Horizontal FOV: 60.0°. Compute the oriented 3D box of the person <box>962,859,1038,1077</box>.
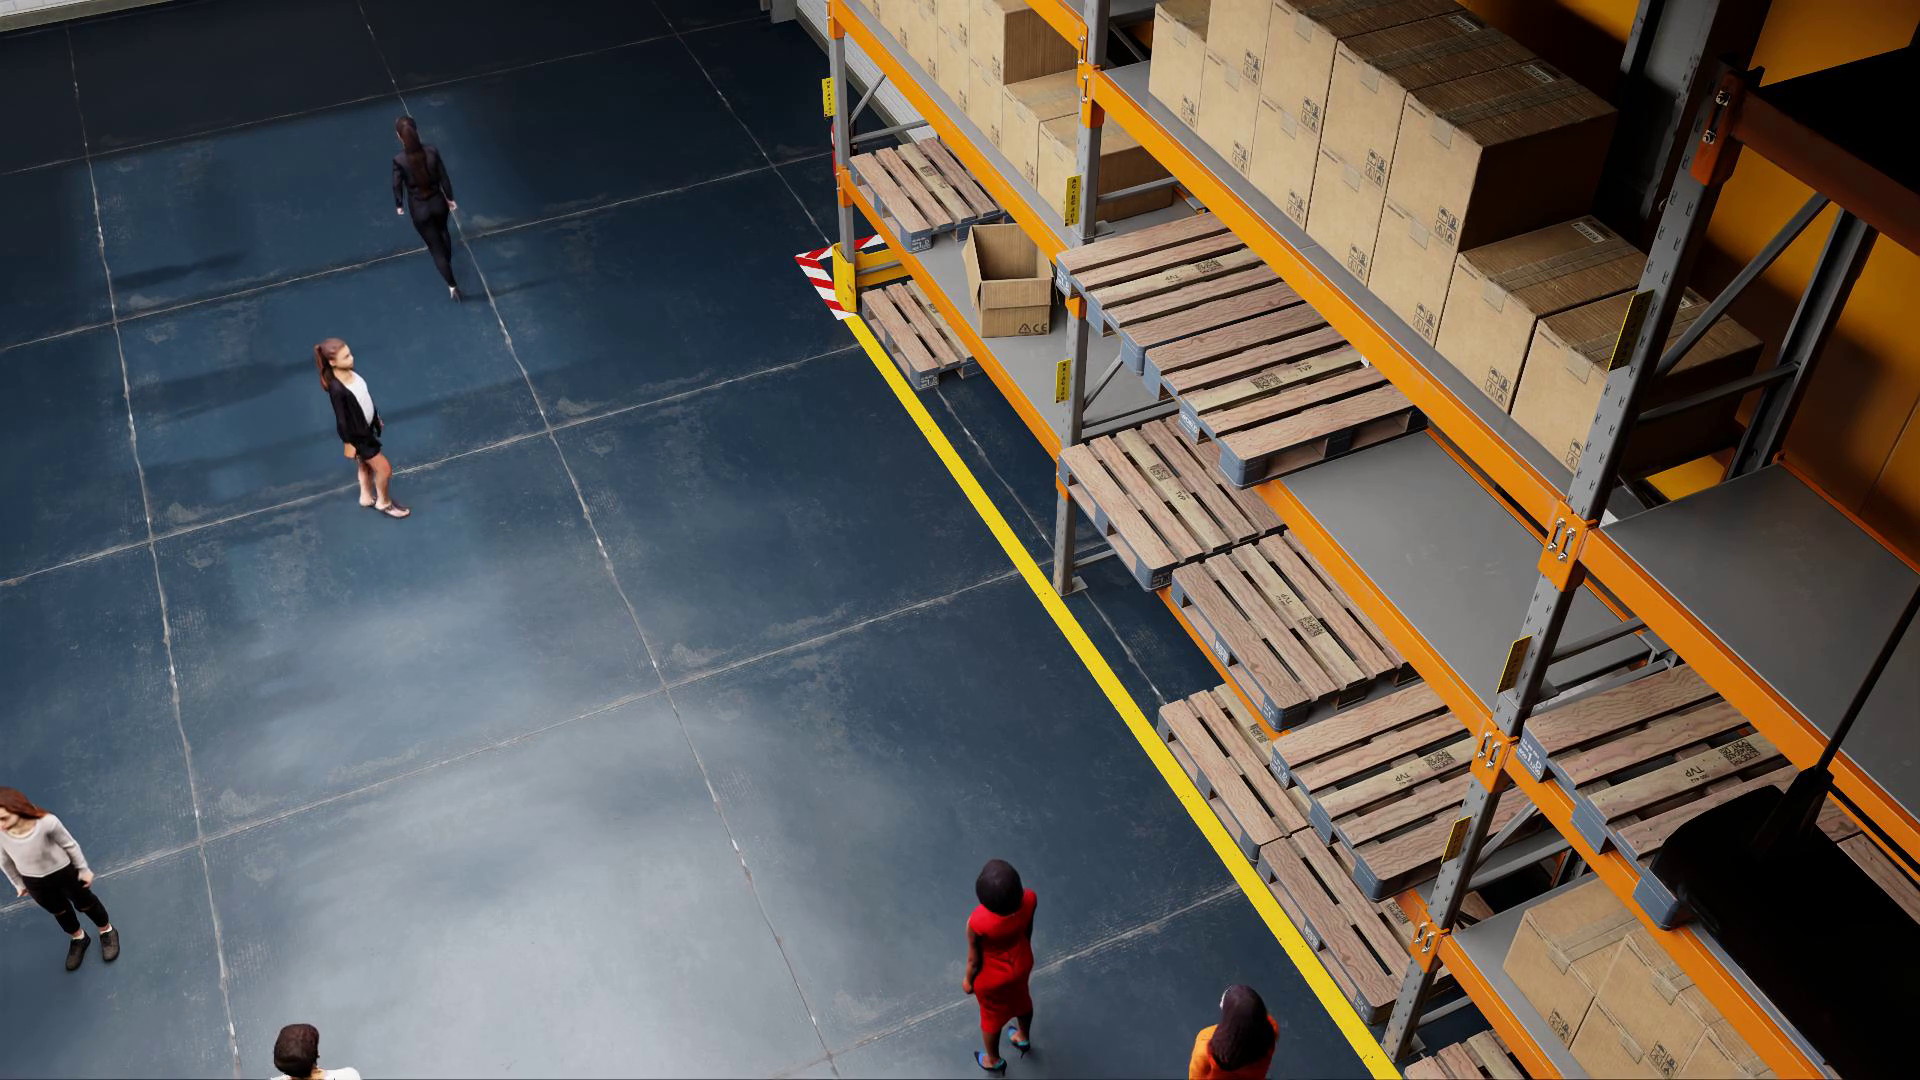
[{"bbox_3d":[0.220,2.239,8.681,0.590,1.743,0.543,-25,49,-24],"label":"person"}]

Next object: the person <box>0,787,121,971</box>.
[{"bbox_3d":[-5.067,1.852,9.274,0.584,1.484,0.530,-10,44,-10],"label":"person"}]

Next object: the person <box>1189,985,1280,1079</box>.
[{"bbox_3d":[1.350,2.771,8.139,0.679,1.719,1.092,-16,46,-16],"label":"person"}]

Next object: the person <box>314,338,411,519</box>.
[{"bbox_3d":[-4.429,-0.807,12.022,0.751,1.544,0.695,1,44,1],"label":"person"}]

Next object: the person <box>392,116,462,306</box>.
[{"bbox_3d":[-4.409,-2.722,13.926,0.685,1.690,0.834,-28,50,-26],"label":"person"}]

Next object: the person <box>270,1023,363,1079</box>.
[{"bbox_3d":[-3.018,2.943,7.983,0.697,1.686,1.090,-13,45,-13],"label":"person"}]
